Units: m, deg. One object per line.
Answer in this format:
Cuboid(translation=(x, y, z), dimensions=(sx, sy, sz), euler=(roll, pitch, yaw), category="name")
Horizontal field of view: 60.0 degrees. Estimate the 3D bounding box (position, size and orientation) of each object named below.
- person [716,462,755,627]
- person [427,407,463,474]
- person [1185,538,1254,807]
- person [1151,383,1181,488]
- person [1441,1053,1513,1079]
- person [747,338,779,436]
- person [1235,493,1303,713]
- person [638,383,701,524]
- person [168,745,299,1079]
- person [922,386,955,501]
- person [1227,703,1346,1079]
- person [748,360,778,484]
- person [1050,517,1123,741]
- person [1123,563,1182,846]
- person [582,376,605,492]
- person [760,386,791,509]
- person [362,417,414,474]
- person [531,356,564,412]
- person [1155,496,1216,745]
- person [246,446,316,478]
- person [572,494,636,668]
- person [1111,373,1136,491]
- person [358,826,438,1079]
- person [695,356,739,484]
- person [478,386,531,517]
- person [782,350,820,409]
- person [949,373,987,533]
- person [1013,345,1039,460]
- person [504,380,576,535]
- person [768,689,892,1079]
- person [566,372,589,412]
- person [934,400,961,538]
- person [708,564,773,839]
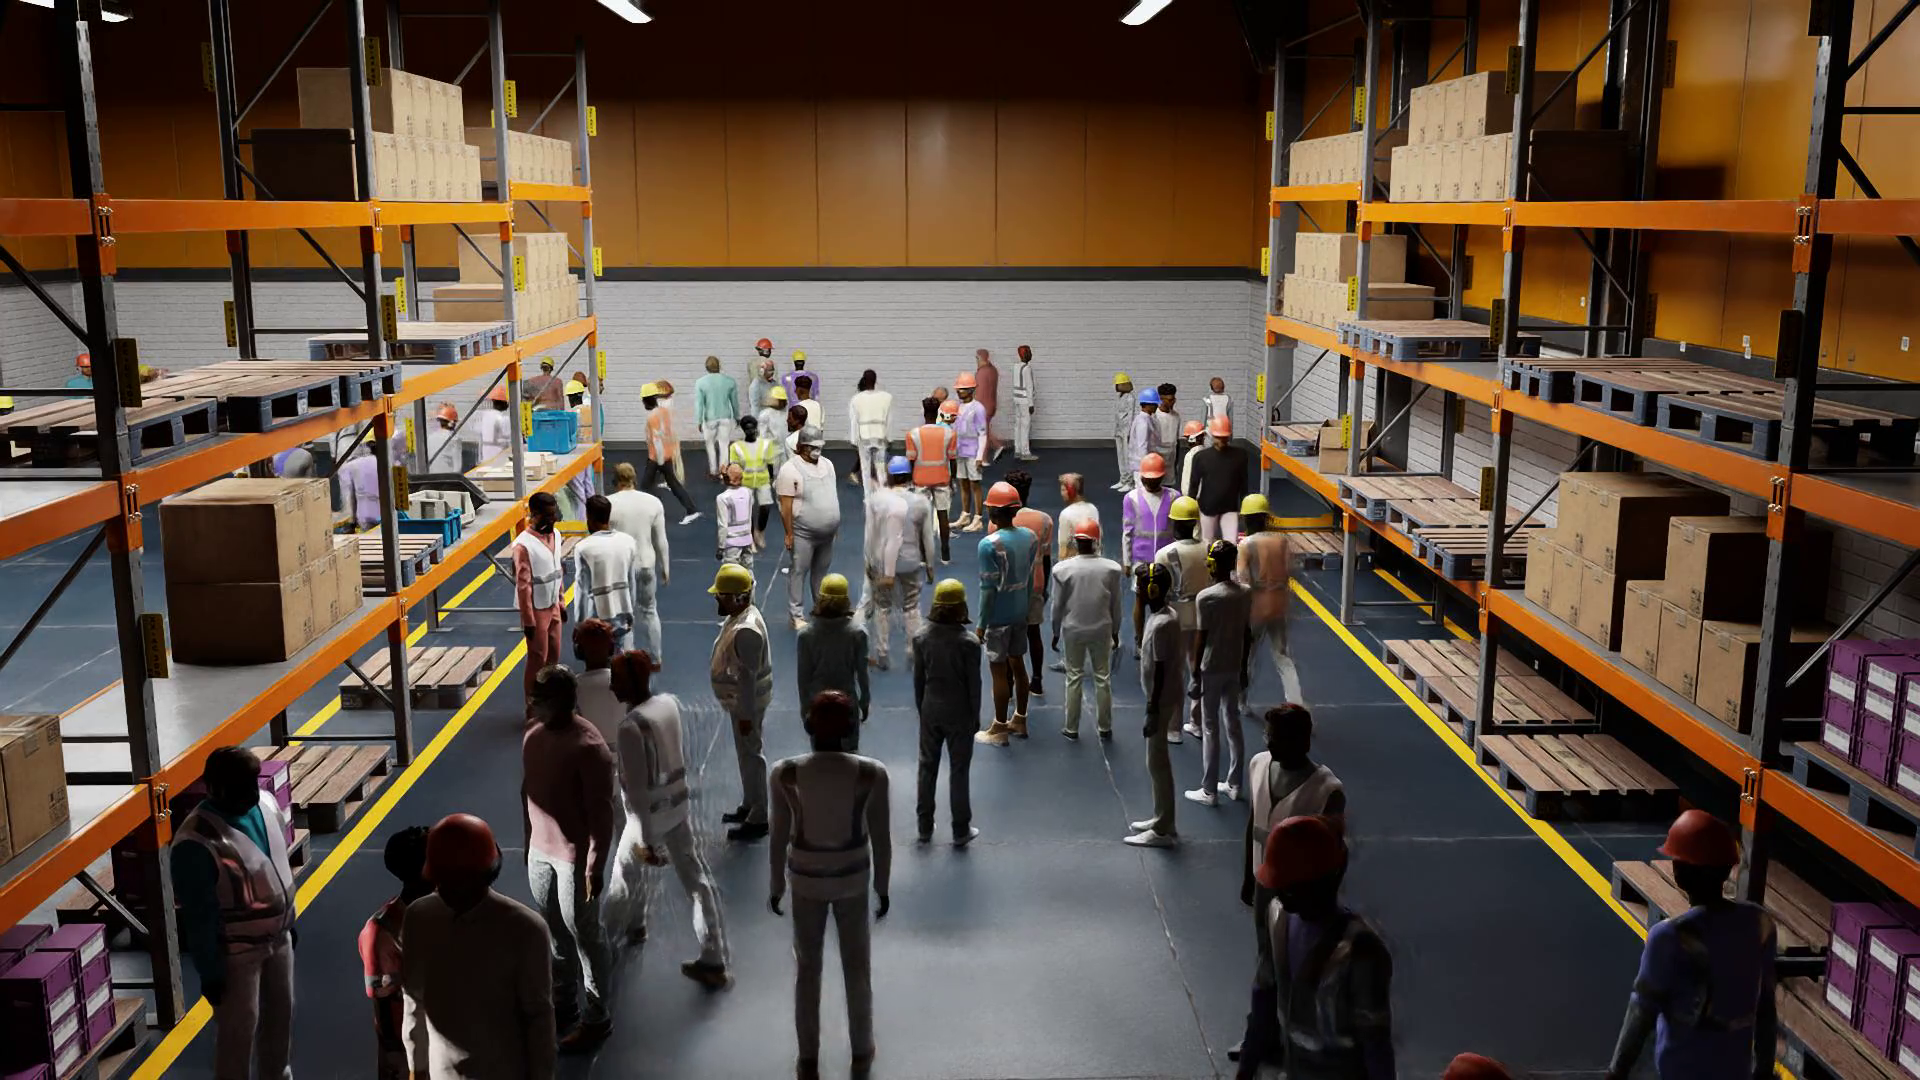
Cuboid(translation=(-2.217, 0.049, 16.392), dimensions=(0.314, 1.641, 0.515), euler=(7, 13, 30), category="person")
Cuboid(translation=(-6.215, -0.751, 20.235), dimensions=(0.607, 1.704, 0.709), euler=(6, 13, 29), category="person")
Cuboid(translation=(1.796, 0.915, 11.509), dimensions=(0.513, 1.861, 0.313), euler=(-8, 14, -34), category="person")
Cuboid(translation=(2.545, -1.004, 20.898), dimensions=(0.600, 1.958, 0.383), euler=(-8, 14, -35), category="person")
Cuboid(translation=(1.459, 2.314, 4.779), dimensions=(0.379, 1.735, 0.586), euler=(8, 14, 33), category="person")
Cuboid(translation=(-3.222, -2.321, 27.391), dimensions=(0.614, 1.990, 0.392), euler=(7, 13, 32), category="person")
Cuboid(translation=(2.450, 0.577, 13.248), dimensions=(0.589, 1.858, 1.006), euler=(-5, 12, -24), category="person")
Cuboid(translation=(-3.868, -1.107, 21.655), dimensions=(0.970, 1.867, 0.583), euler=(2, 11, 8), category="person")
Cuboid(translation=(-3.134, 1.772, 7.297), dimensions=(0.429, 1.830, 0.633), euler=(2, 11, 11), category="person")
Cuboid(translation=(-0.279, -1.366, 23.536), dimensions=(0.547, 1.617, 0.544), euler=(2, 11, 10), category="person")
Cuboid(translation=(1.569, 1.648, 7.867), dimensions=(0.373, 1.840, 0.571), euler=(-8, 14, -34), category="person")
Cuboid(translation=(-2.852, -1.727, 24.672), dimensions=(0.400, 1.895, 0.652), euler=(6, 13, 26), category="person")
Cuboid(translation=(0.977, 0.692, 12.898), dimensions=(0.564, 1.747, 0.339), euler=(0, 11, -1), category="person")
Cuboid(translation=(1.262, 1.061, 10.791), dimensions=(0.347, 1.856, 0.520), euler=(2, 11, 10), category="person")
Cuboid(translation=(-5.056, -1.364, 22.987), dimensions=(0.342, 1.839, 0.506), euler=(-1, 11, -4), category="person")
Cuboid(translation=(-2.506, -1.256, 22.719), dimensions=(0.489, 1.717, 0.468), euler=(-8, 14, -36), category="person")
Cuboid(translation=(-6.895, -0.774, 20.024), dimensions=(0.606, 1.853, 1.100), euler=(5, 12, 25), category="person")
Cuboid(translation=(-6.626, -2.072, 26.753), dimensions=(0.533, 1.756, 0.341), euler=(-1, 11, -3), category="person")
Cuboid(translation=(1.722, 0.618, 12.819), dimensions=(0.587, 1.928, 0.362), euler=(-7, 13, -30), category="person")
Cuboid(translation=(-7.079, -0.356, 17.418), dimensions=(0.680, 2.000, 1.010), euler=(-1, 11, -4), category="person")
Cuboid(translation=(-2.755, 0.595, 12.993), dimensions=(0.386, 1.904, 0.603), euler=(8, 14, 34), category="person")
Cuboid(translation=(2.380, -1.581, 24.346), dimensions=(0.321, 1.731, 0.489), euler=(-4, 12, -21), category="person")
Cuboid(translation=(-2.149, 1.958, 6.680), dimensions=(0.318, 1.697, 0.535), euler=(5, 12, 22), category="person")
Cuboid(translation=(-3.642, -1.811, 25.029), dimensions=(0.710, 1.915, 0.564), euler=(-3, 12, -17), category="person")
Cuboid(translation=(-5.840, -1.011, 21.142), dimensions=(0.551, 1.878, 0.983), euler=(9, 14, 37), category="person")
Cuboid(translation=(-2.486, -1.999, 25.970), dimensions=(0.587, 1.918, 0.391), euler=(-2, 12, -12), category="person")
Cuboid(translation=(0.092, -1.111, 21.199), dimensions=(0.397, 2.043, 0.609), euler=(-7, 13, -33), category="person")
Cuboid(translation=(1.068, -2.262, 27.369), dimensions=(0.355, 1.885, 0.575), euler=(-4, 12, -21), category="person")
Cuboid(translation=(-5.360, -1.079, 21.042), dimensions=(1.039, 2.000, 0.690), euler=(-8, 14, -34), category="person")
Cuboid(translation=(-0.610, 1.626, 7.879), dimensions=(0.582, 1.885, 0.354), euler=(0, 11, -2), category="person")
Cuboid(translation=(-5.800, -1.767, 25.515), dimensions=(0.507, 1.631, 0.276), euler=(-8, 14, -33), category="person")
Cuboid(translation=(-0.164, -0.889, 20.849), dimensions=(0.349, 1.740, 0.574), euler=(-3, 12, -14), category="person")
Cuboid(translation=(-1.438, 1.046, 10.951), dimensions=(0.404, 1.823, 0.590), euler=(-3, 12, -13), category="person")
